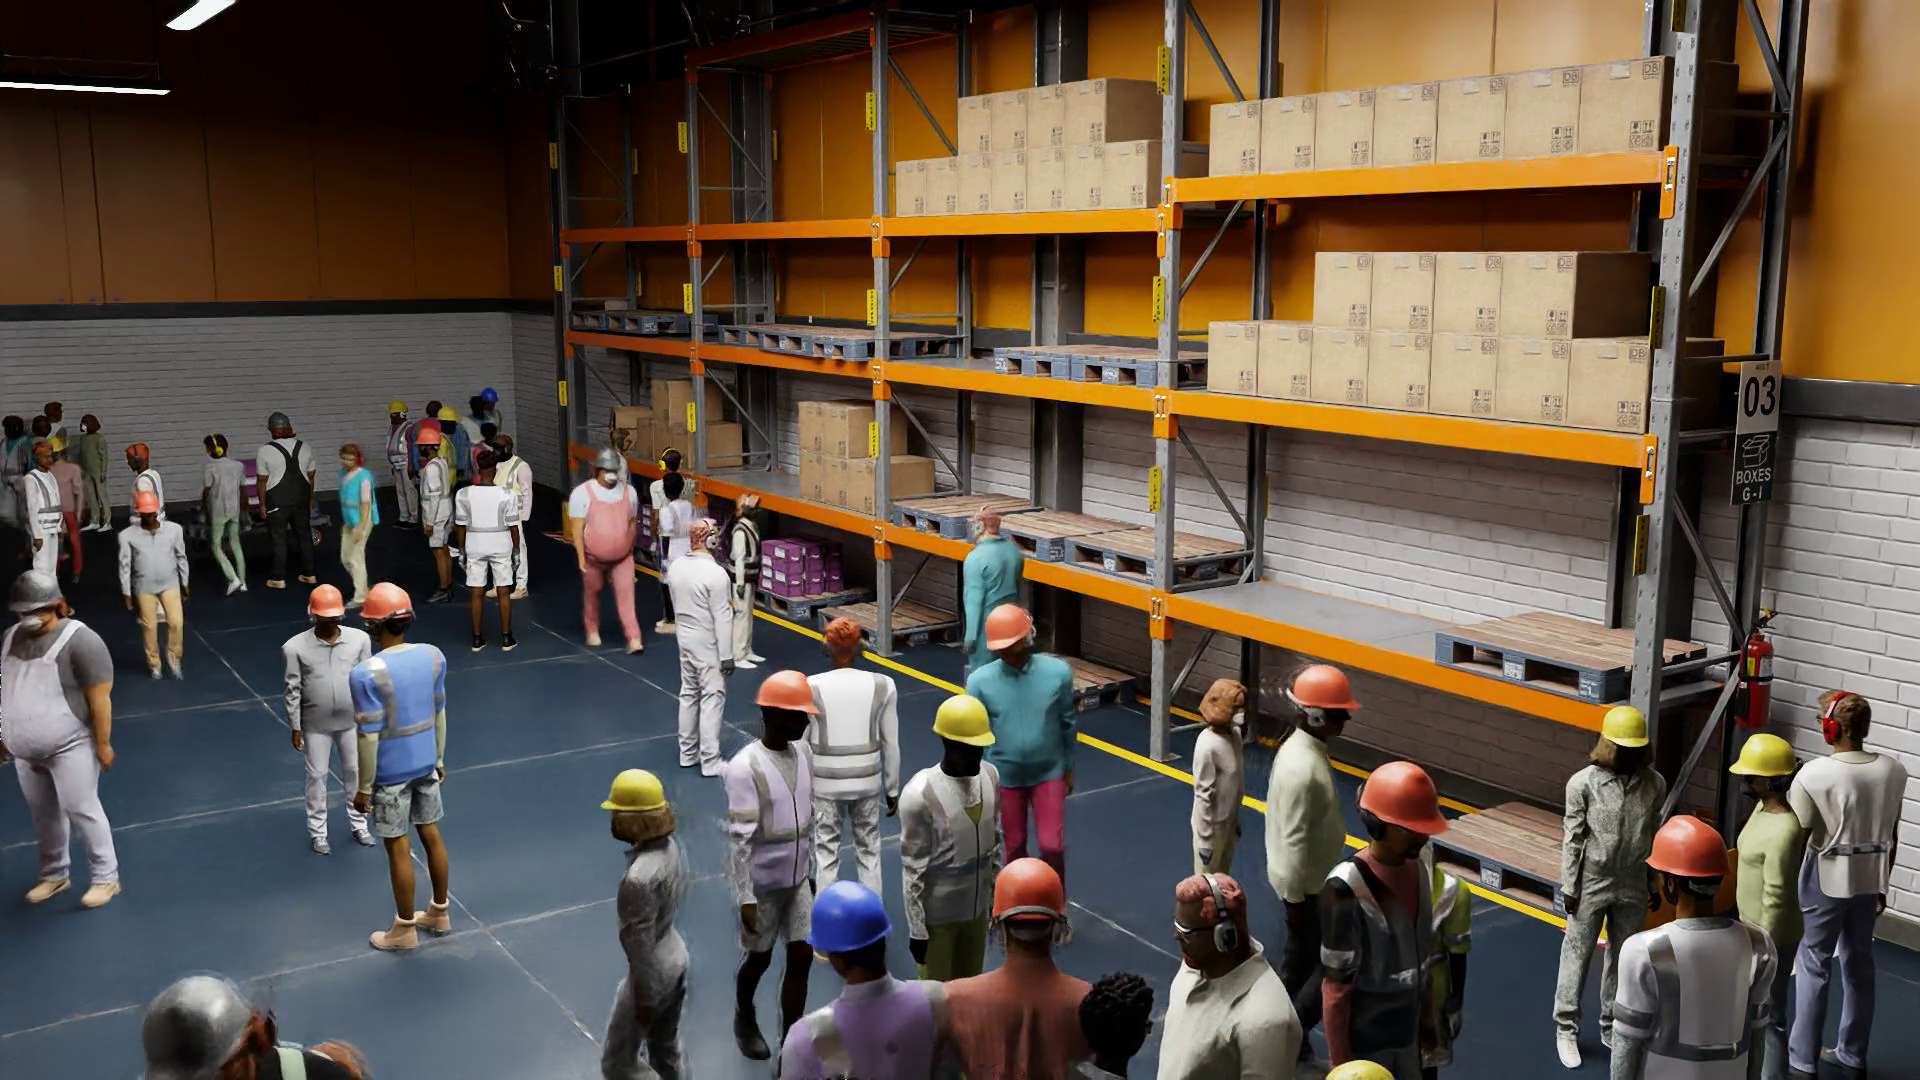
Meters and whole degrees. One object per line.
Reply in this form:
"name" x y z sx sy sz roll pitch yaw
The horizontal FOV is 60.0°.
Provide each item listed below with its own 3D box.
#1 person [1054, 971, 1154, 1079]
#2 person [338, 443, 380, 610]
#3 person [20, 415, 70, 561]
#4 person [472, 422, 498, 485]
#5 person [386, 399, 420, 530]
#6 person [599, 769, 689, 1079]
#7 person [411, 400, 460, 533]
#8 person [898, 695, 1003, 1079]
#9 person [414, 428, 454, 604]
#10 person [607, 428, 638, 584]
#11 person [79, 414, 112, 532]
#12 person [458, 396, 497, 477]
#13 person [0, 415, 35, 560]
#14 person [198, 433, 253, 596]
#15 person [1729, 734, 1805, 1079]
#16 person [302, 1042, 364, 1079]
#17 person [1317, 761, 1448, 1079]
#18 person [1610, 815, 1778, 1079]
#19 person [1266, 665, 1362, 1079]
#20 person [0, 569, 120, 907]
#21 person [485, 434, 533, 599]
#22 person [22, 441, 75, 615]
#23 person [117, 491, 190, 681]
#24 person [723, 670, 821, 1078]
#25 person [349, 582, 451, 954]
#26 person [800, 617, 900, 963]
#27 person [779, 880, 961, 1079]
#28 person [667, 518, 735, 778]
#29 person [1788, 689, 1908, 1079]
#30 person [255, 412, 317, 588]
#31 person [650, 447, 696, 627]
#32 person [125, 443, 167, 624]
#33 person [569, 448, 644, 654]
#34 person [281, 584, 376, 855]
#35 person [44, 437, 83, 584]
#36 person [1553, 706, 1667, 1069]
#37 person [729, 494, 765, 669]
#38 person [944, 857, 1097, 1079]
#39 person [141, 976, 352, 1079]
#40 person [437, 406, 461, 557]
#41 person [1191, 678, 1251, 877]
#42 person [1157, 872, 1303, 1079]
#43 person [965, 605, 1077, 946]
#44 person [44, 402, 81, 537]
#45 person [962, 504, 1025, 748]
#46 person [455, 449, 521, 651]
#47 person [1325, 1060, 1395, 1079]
"person" 0.445 2.121 5.000 0.320 1.694 0.535 -7 12 -37
"person" -6.502 -0.142 17.925 0.434 1.813 0.608 -9 13 -44
"person" -11.422 -0.638 20.779 0.501 1.839 0.346 -1 10 -6
"person" -6.104 -0.710 21.663 0.434 1.664 0.548 5 11 25
"person" -7.792 -1.054 23.244 0.594 1.824 0.403 9 13 43
"person" -1.280 1.785 6.847 0.391 1.736 0.486 1 10 5
"person" -7.234 -1.010 22.973 0.631 1.837 0.432 -2 10 -10
"person" -0.011 1.610 7.329 0.396 1.920 0.586 9 13 42
"person" -5.777 -0.266 18.275 0.361 1.939 0.542 -1 10 -5
"person" -3.960 -0.388 19.310 0.355 1.836 0.513 -7 12 -35
"person" -12.021 -0.932 23.072 0.501 1.636 0.280 5 11 25
"person" -6.842 -1.130 23.566 0.926 1.866 0.623 6 11 32
"person" -11.845 -0.669 20.990 0.633 1.826 0.449 3 10 17
"person" -8.222 -0.290 18.698 0.565 1.841 0.528 6 11 30
"person" 3.487 1.702 7.255 0.340 1.761 0.525 3 10 18
"person" -1.733 2.187 4.805 0.538 1.621 0.452 3 10 18
"person" 1.550 1.775 6.044 0.617 2.029 0.409 -9 13 -42
"person" 2.457 1.886 5.688 0.543 1.929 0.386 -1 10 -6
"person" 1.618 1.536 7.572 0.459 1.977 0.632 3 10 15
"person" -5.322 1.144 9.703 0.721 2.000 0.539 3 10 16
"person" -5.061 -0.260 18.529 0.637 1.842 0.429 5 11 25
"person" -9.579 -0.094 17.434 0.359 1.882 0.575 -1 10 -7
"person" -7.159 0.423 14.825 0.588 1.728 0.665 -6 12 -33
"person" -0.883 1.552 7.733 0.677 1.897 0.629 8 13 40
"person" -3.081 1.243 9.116 0.396 2.044 0.609 5 11 29
"person" -0.618 1.348 9.031 0.590 1.872 0.385 -2 10 -12
"person" -0.285 1.985 5.141 0.652 1.918 0.437 -6 11 -32
"person" -1.859 0.783 12.249 0.403 1.900 0.645 -9 13 -42
"person" 4.031 1.602 7.614 0.563 1.838 0.387 -2 10 -11
"person" -7.818 -0.482 19.248 0.537 2.000 0.684 8 13 40
"person" -2.933 -0.021 17.028 0.512 1.877 0.328 -7 12 -34
"person" -8.454 -0.076 17.315 0.355 1.887 0.573 -3 10 -17
"person" -3.400 0.068 16.018 0.689 2.000 1.038 -5 11 -25
"person" -4.003 1.135 10.624 0.566 1.744 0.350 -6 12 -33
"person" -10.344 -0.302 19.087 0.534 1.734 0.829 -1 10 -9
"person" 3.060 1.619 7.789 0.492 1.742 0.323 -1 10 -7
"person" -1.981 0.380 15.412 0.325 1.625 0.517 1 10 5
"person" 0.185 1.954 5.257 0.638 1.922 1.037 0 10 1
"person" -1.905 2.048 4.399 0.716 2.000 0.911 -4 10 -20
"person" -6.517 -0.741 21.152 0.400 1.916 0.585 -3 10 -16
"person" 1.358 1.518 8.701 0.279 1.631 0.504 5 11 28
"person" 0.811 1.971 5.290 0.401 1.894 0.656 -3 10 -15
"person" 0.327 1.287 9.143 0.630 1.944 0.580 0 10 -1
"person" -12.306 -0.952 22.615 0.564 1.840 0.396 6 11 32
"person" 0.226 0.663 12.931 0.402 1.904 0.653 8 12 38
"person" -4.547 0.103 16.070 0.609 1.958 0.374 -1 10 -7
"person" 1.015 2.202 4.397 0.320 1.738 0.483 -1 10 -6
